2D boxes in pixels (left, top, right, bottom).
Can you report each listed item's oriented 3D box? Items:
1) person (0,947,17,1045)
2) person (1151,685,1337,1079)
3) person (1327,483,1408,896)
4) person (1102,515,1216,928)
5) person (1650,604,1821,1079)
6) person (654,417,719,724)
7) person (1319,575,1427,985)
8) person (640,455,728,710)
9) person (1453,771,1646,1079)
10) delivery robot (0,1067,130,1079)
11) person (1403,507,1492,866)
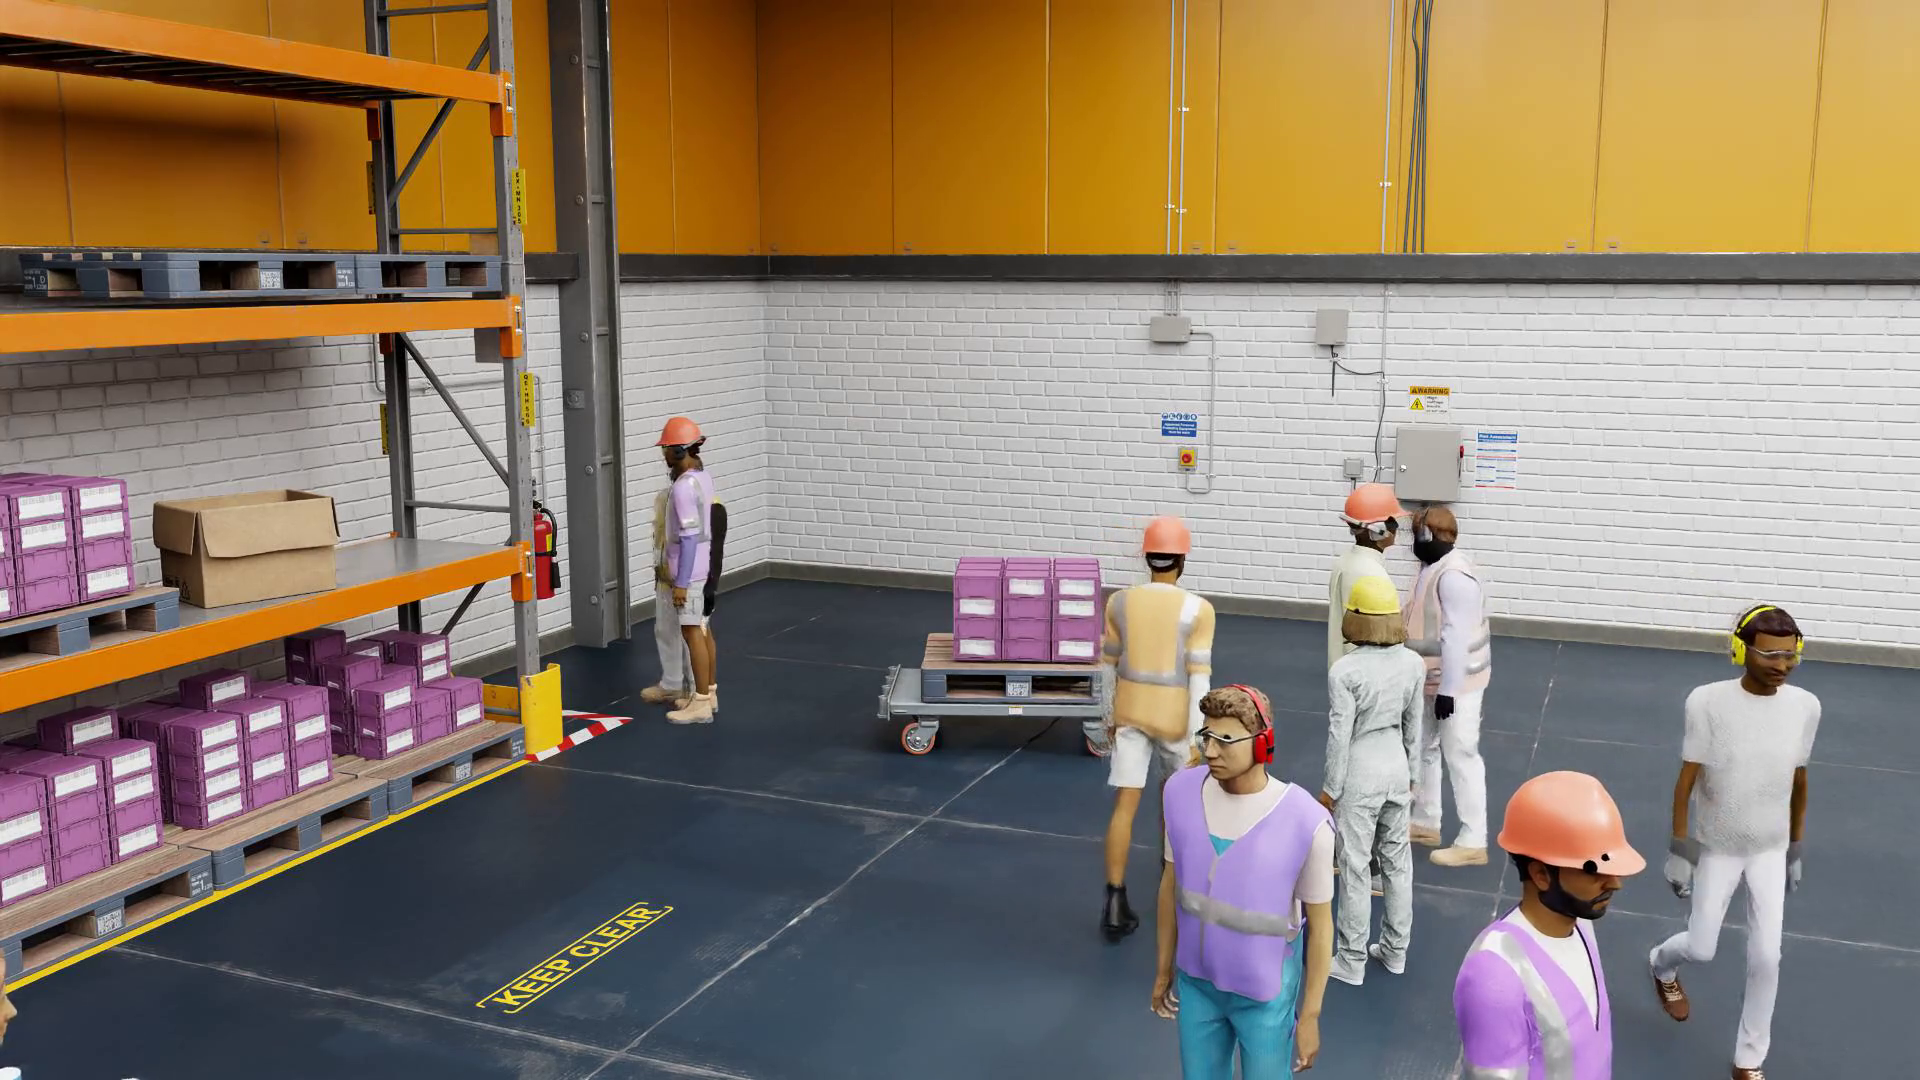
[{"bbox_3d":[-2.111,1.652,3.526,0.318,1.630,0.512,-7,12,-37],"label":"person"},{"bbox_3d":[0.828,1.314,4.909,0.570,1.843,0.372,8,13,41],"label":"person"},{"bbox_3d":[1.971,0.716,8.078,0.375,1.997,0.610,-1,9,-7],"label":"person"},{"bbox_3d":[0.900,0.831,7.757,0.555,1.883,1.048,4,10,22],"label":"person"},{"bbox_3d":[2.852,1.109,6.187,0.545,1.838,0.727,0,9,1],"label":"person"},{"bbox_3d":[-1.821,0.202,11.056,0.390,2.040,0.614,1,9,3],"label":"person"},{"bbox_3d":[1.732,1.010,7.067,0.492,1.742,0.300,-5,10,-26],"label":"person"},{"bbox_3d":[-1.876,0.294,11.235,0.748,1.802,0.432,8,12,40],"label":"person"},{"bbox_3d":[1.310,1.458,3.760,0.356,1.938,0.543,7,12,36],"label":"person"},{"bbox_3d":[-2.933,1.874,5.134,0.707,0.478,0.477,-4,10,-21],"label":"delivery robot"},{"bbox_3d":[2.481,0.739,8.517,0.441,1.806,0.675,0,9,-2],"label":"person"}]
